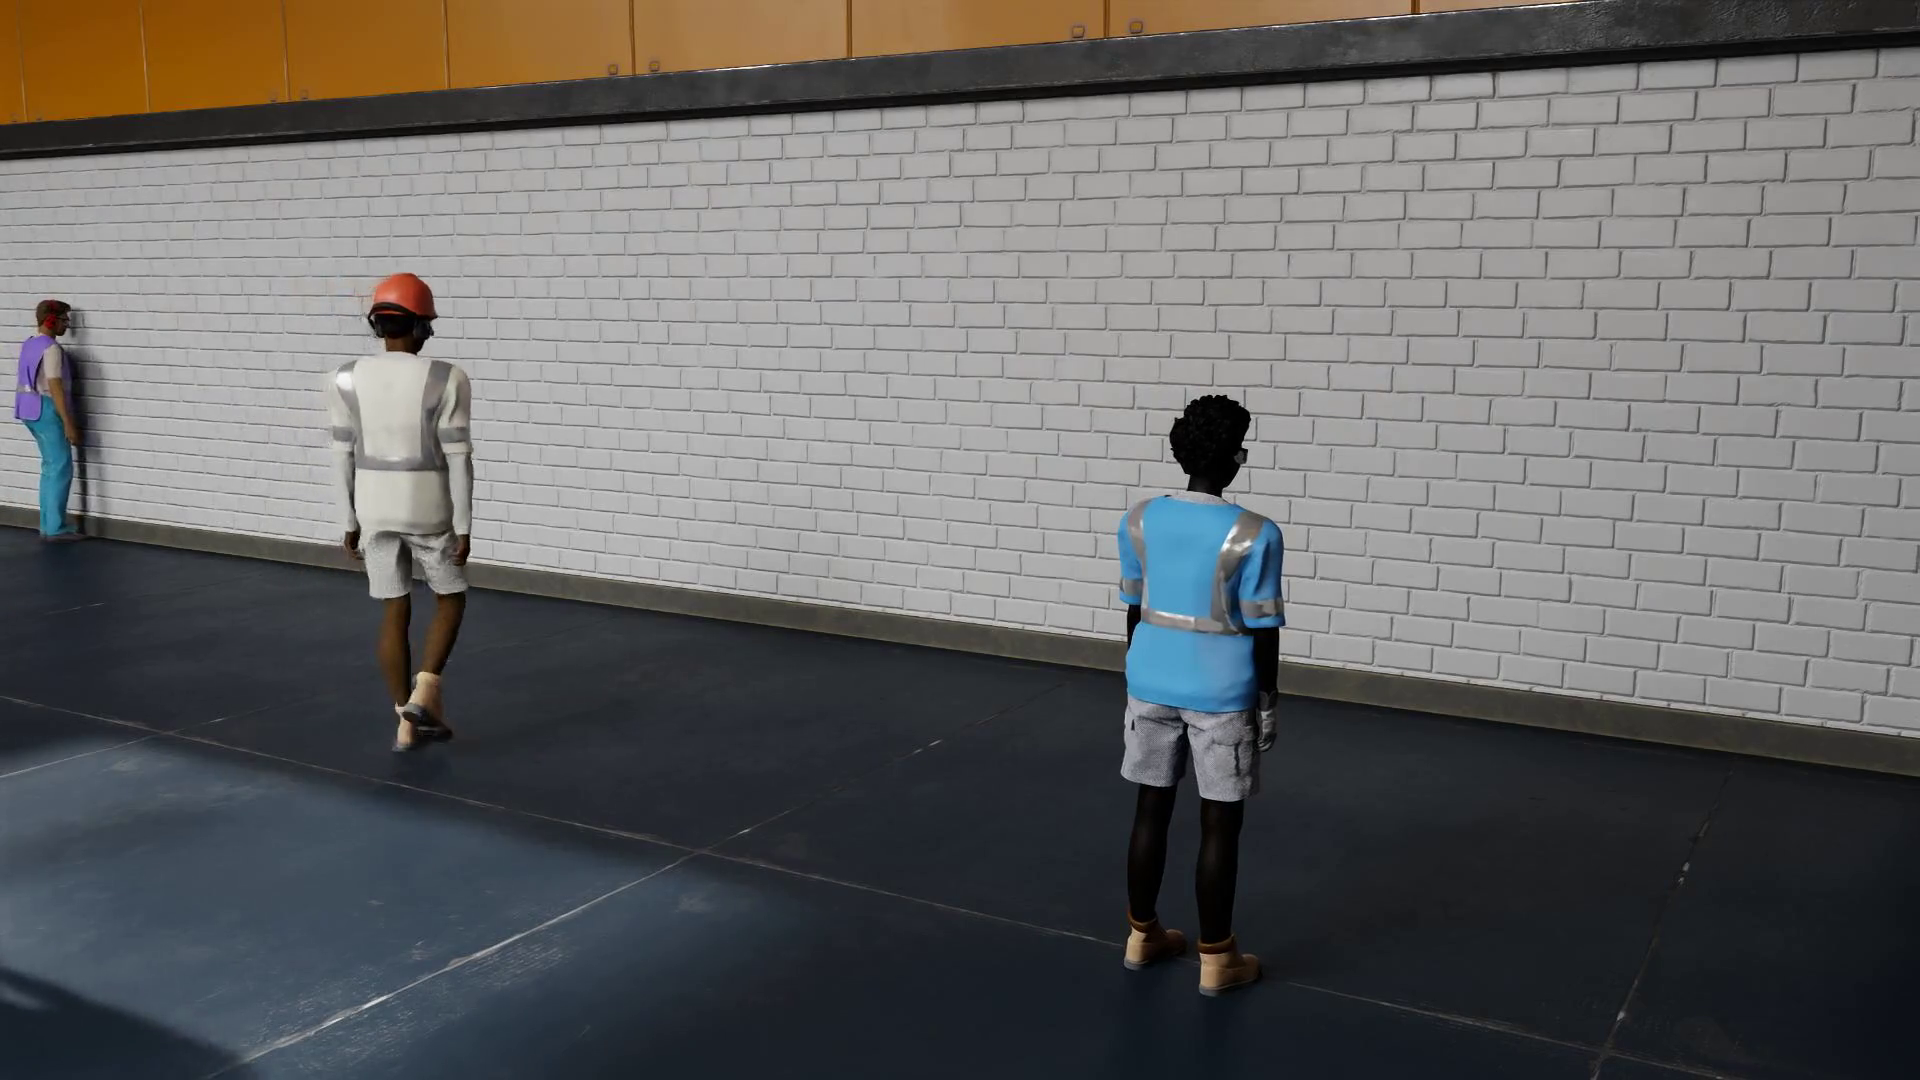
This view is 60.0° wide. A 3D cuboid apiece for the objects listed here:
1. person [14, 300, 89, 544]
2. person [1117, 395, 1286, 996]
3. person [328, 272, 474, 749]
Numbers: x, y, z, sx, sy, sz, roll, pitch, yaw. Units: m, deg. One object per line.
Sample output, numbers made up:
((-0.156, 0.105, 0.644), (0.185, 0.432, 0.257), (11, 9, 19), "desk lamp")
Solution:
((-6.844, -0.882, 12.493), (0.446, 1.824, 0.587), (-9, 13, -44), "person")
((0.676, 0.434, 4.710), (0.530, 1.689, 0.321), (7, 11, 37), "person")
((-2.338, -0.105, 7.032), (0.606, 2.029, 0.467), (0, 9, 0), "person")
